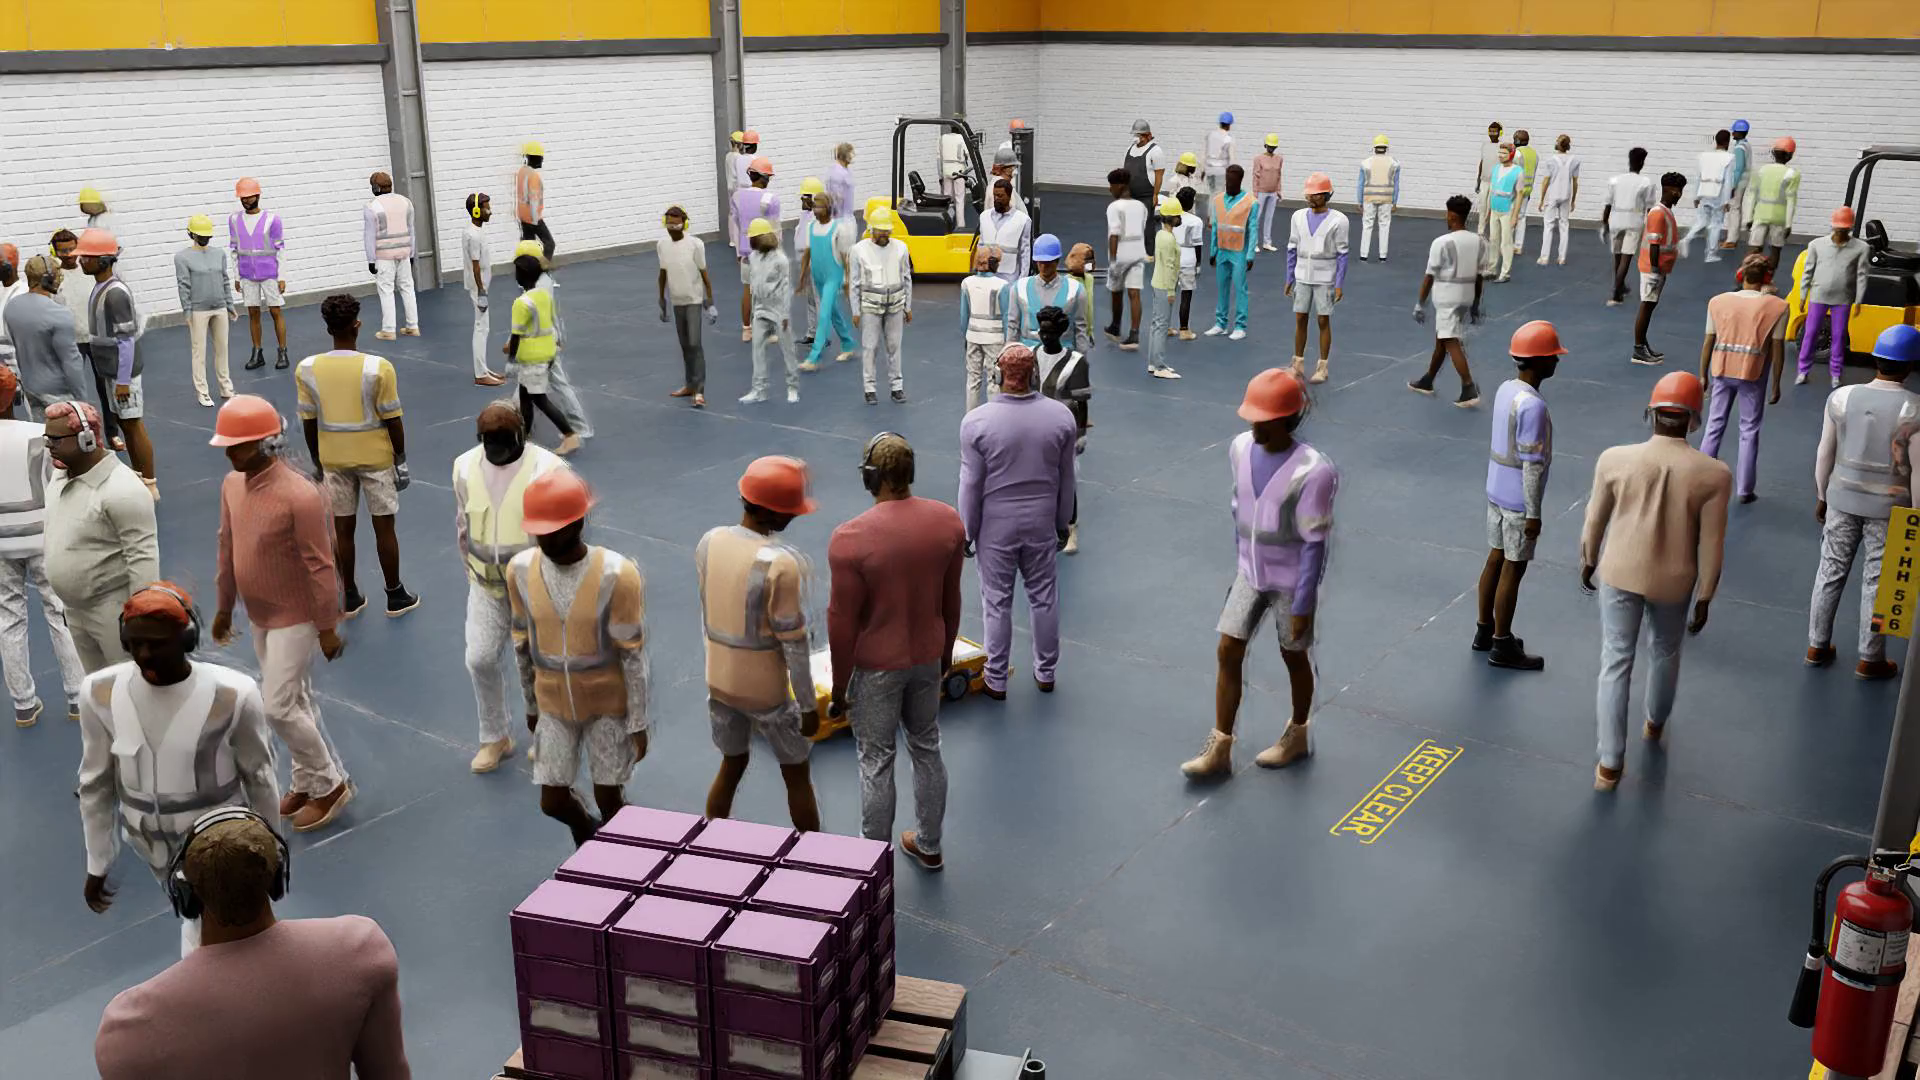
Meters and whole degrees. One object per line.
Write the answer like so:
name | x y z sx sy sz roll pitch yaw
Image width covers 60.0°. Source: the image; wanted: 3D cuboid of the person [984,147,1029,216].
person | 0.537 -3.474 19.124 0.536 2.000 0.676 0 18 0

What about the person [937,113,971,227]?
person | -0.082 -5.948 27.045 0.594 1.924 0.382 9 20 26

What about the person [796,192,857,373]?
person | -1.371 -2.641 16.934 0.522 1.785 1.010 14 22 37

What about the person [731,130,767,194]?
person | -2.909 -4.731 23.220 0.547 1.938 0.378 9 20 27

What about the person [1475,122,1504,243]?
person | 8.334 -5.619 26.131 0.334 1.860 0.509 -15 23 -39

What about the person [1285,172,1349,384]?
person | 3.448 -2.544 16.210 0.613 2.041 0.393 13 22 35

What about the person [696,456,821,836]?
person | -0.770 0.556 6.769 0.571 1.893 0.571 14 23 38

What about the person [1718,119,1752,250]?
person | 11.791 -5.399 25.294 0.406 1.947 0.606 11 21 30

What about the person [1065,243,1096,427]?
person | 1.016 -1.749 14.385 0.275 1.631 0.507 11 21 31

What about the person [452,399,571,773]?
person | -2.122 0.235 7.888 0.628 1.812 0.616 2 18 7

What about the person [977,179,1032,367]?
person | 0.440 -2.691 16.875 0.588 1.918 0.392 10 20 28

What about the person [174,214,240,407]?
person | -6.931 -2.125 15.362 0.328 1.759 0.524 11 21 31

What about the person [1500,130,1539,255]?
person | 8.299 -5.176 24.797 0.635 1.831 0.429 -12 21 -32

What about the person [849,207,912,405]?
person | -0.725 -2.161 15.378 0.601 1.821 0.403 -7 19 -20

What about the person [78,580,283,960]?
person | -2.548 0.984 5.545 0.572 1.831 1.024 1 18 4

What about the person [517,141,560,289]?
person | -5.515 -4.220 21.673 0.602 1.903 0.597 -12 21 -33

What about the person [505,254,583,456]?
person | -3.431 -1.473 13.547 0.746 1.688 0.547 2 18 7

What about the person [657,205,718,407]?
person | -2.546 -2.160 15.361 0.634 1.836 0.593 8 20 25

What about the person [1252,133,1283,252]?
person | 4.639 -5.237 25.093 0.523 1.761 0.328 -8 19 -24

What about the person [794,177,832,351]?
person | -1.572 -2.956 17.837 0.404 1.833 0.590 -9 20 -26

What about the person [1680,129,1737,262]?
person | 10.817 -4.951 23.971 0.634 1.897 0.607 -9 20 -26

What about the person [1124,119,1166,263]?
person | 2.577 -5.023 23.969 0.535 2.000 0.687 -15 23 -39

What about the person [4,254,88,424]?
person | -6.358 -1.038 11.693 0.635 1.928 0.382 9 20 26

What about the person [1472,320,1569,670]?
person | 3.096 -0.247 9.190 0.351 1.942 0.545 -1 18 -2

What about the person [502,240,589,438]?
person | -3.626 -1.687 14.105 0.924 1.686 0.501 -1 18 -3

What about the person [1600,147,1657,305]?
person | 8.333 -3.911 20.701 0.613 1.917 0.929 15 23 40

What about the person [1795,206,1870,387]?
person | 8.437 -2.354 16.101 0.571 1.742 0.344 9 20 25

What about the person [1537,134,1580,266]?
person | 8.525 -4.842 23.717 0.516 1.843 0.325 0 18 1

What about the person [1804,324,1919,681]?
person | 4.944 -0.200 9.030 0.389 1.949 0.604 -13 22 -36

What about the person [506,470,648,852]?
person | -1.469 0.631 6.494 0.557 1.919 0.497 2 18 7

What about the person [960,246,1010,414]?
person | 0.230 -1.681 14.165 0.512 1.638 0.312 13 22 35

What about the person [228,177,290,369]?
person | -7.099 -2.693 16.848 0.543 1.939 0.355 -1 18 -2

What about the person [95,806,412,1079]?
person | -1.539 1.489 3.764 0.636 1.939 0.363 -15 23 -40
